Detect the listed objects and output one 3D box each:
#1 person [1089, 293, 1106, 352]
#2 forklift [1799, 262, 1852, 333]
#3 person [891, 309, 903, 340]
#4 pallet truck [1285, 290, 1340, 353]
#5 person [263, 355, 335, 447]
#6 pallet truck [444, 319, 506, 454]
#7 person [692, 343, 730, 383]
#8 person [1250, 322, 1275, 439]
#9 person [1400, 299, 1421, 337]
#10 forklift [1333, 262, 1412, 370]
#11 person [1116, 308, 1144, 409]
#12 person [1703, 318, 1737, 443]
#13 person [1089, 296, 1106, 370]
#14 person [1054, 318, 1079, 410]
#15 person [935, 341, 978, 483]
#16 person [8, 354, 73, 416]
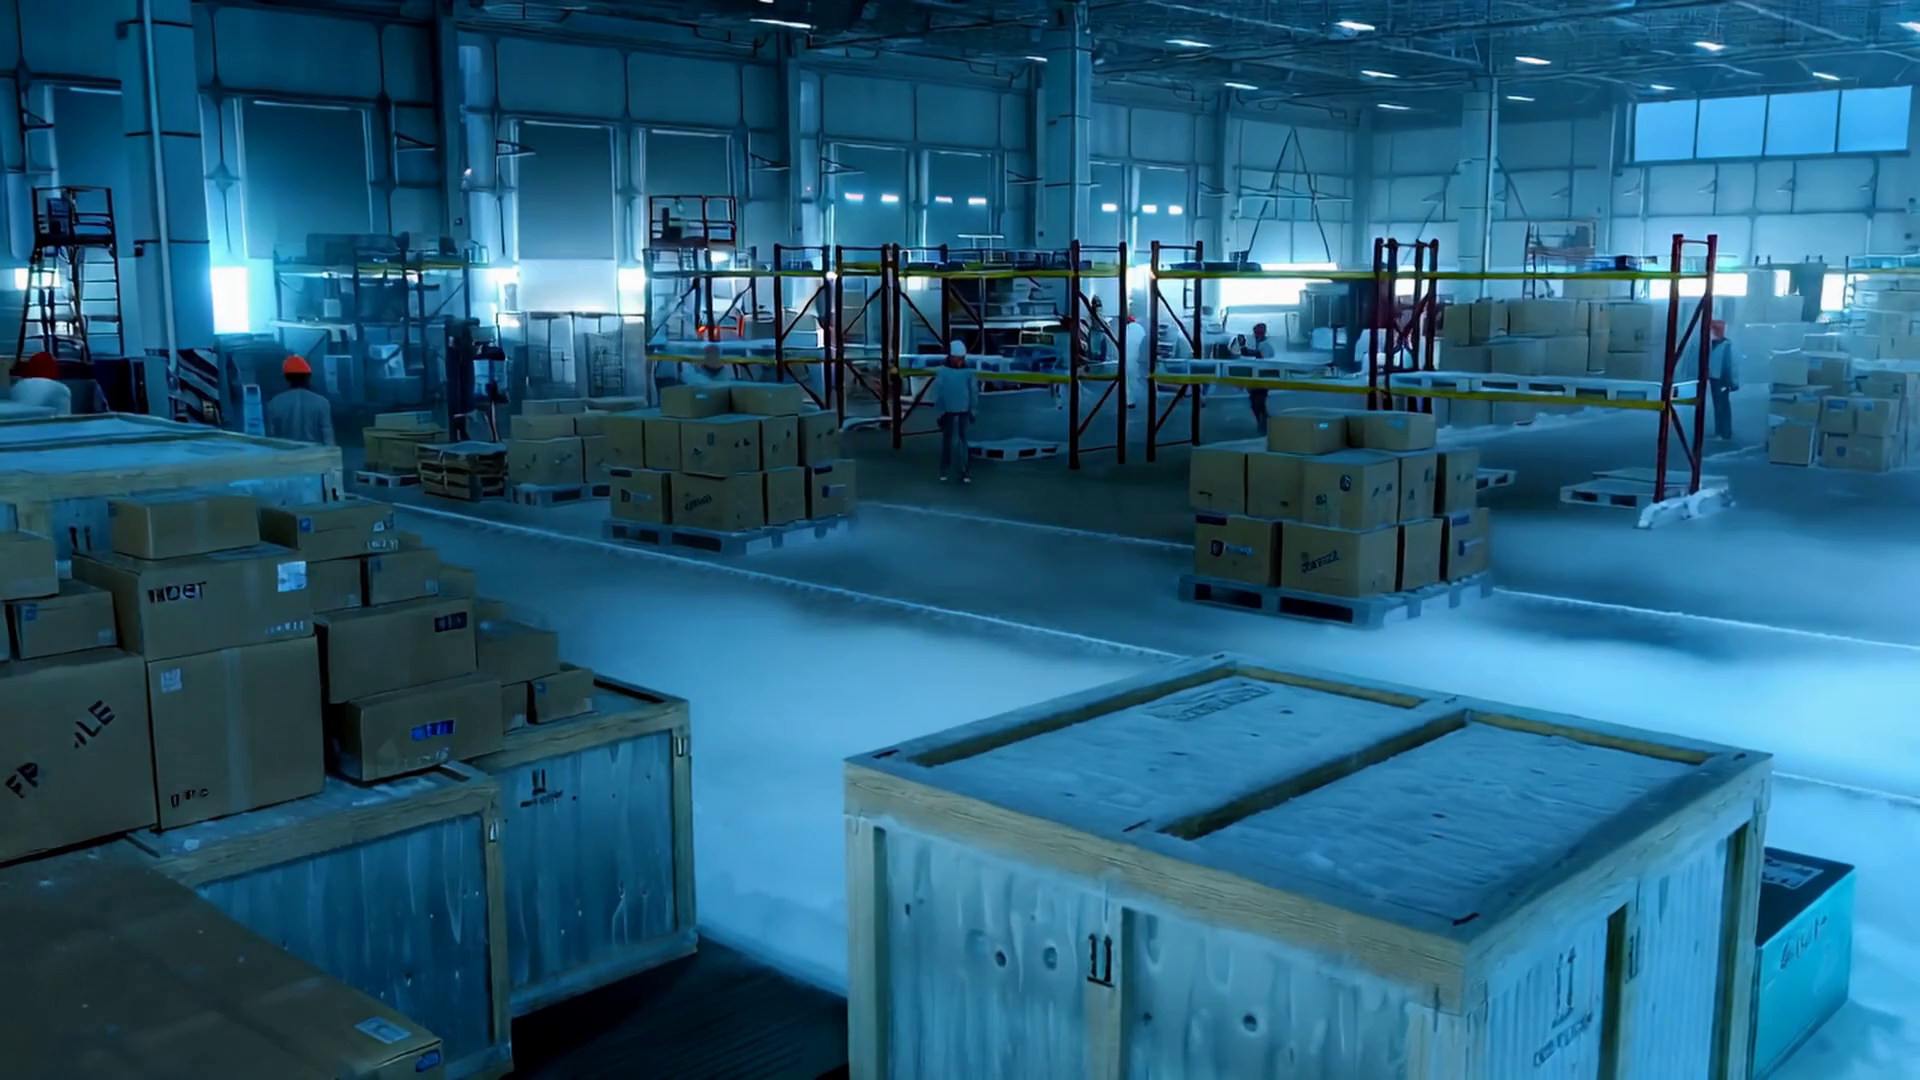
[{"bbox_3d":[4.222,-6.638,51.173,0.544,1.928,0.392,-2,9,-10],"label":"person"},{"bbox_3d":[22.096,-5.823,43.246,1.873,2.768,1.129,9,13,43],"label":"forklift"},{"bbox_3d":[-1.639,-5.227,43.422,0.311,1.632,0.518,0,9,0],"label":"person"},{"bbox_3d":[11.297,-6.951,52.861,1.885,1.965,0.823,-5,11,-29],"label":"pallet truck"},{"bbox_3d":[-5.695,-0.635,14.406,0.599,1.913,0.396,0,9,2],"label":"person"},{"bbox_3d":[-6.981,-1.942,22.150,1.885,1.965,0.823,1,9,9],"label":"pallet truck"},{"bbox_3d":[-3.310,-1.788,22.139,0.548,1.685,0.426,-5,11,-29],"label":"person"},{"bbox_3d":[4.617,-2.435,25.678,0.461,1.831,0.556,-1,9,-4],"label":"person"},{"bbox_3d":[12.439,-5.758,46.093,0.999,1.831,0.594,-3,10,-20],"label":"person"},{"bbox_3d":[10.647,-5.760,42.863,1.129,2.768,1.873,-6,11,-33],"label":"forklift"},{"bbox_3d":[3.183,-3.409,31.409,0.620,1.910,0.609,9,13,43],"label":"person"},{"bbox_3d":[11.661,-2.439,25.488,0.405,1.911,0.593,1,9,9],"label":"person"},{"bbox_3d":[3.615,-5.426,43.691,0.362,1.939,0.636,5,10,26],"label":"person"},{"bbox_3d":[2.008,-3.320,31.400,0.484,1.739,0.320,2,9,13],"label":"person"},{"bbox_3d":[-0.043,-1.583,20.664,0.528,1.765,0.328,0,9,-2],"label":"person"},{"bbox_3d":[-8.949,-0.913,16.356,0.660,1.826,0.539,1,9,4],"label":"person"}]
